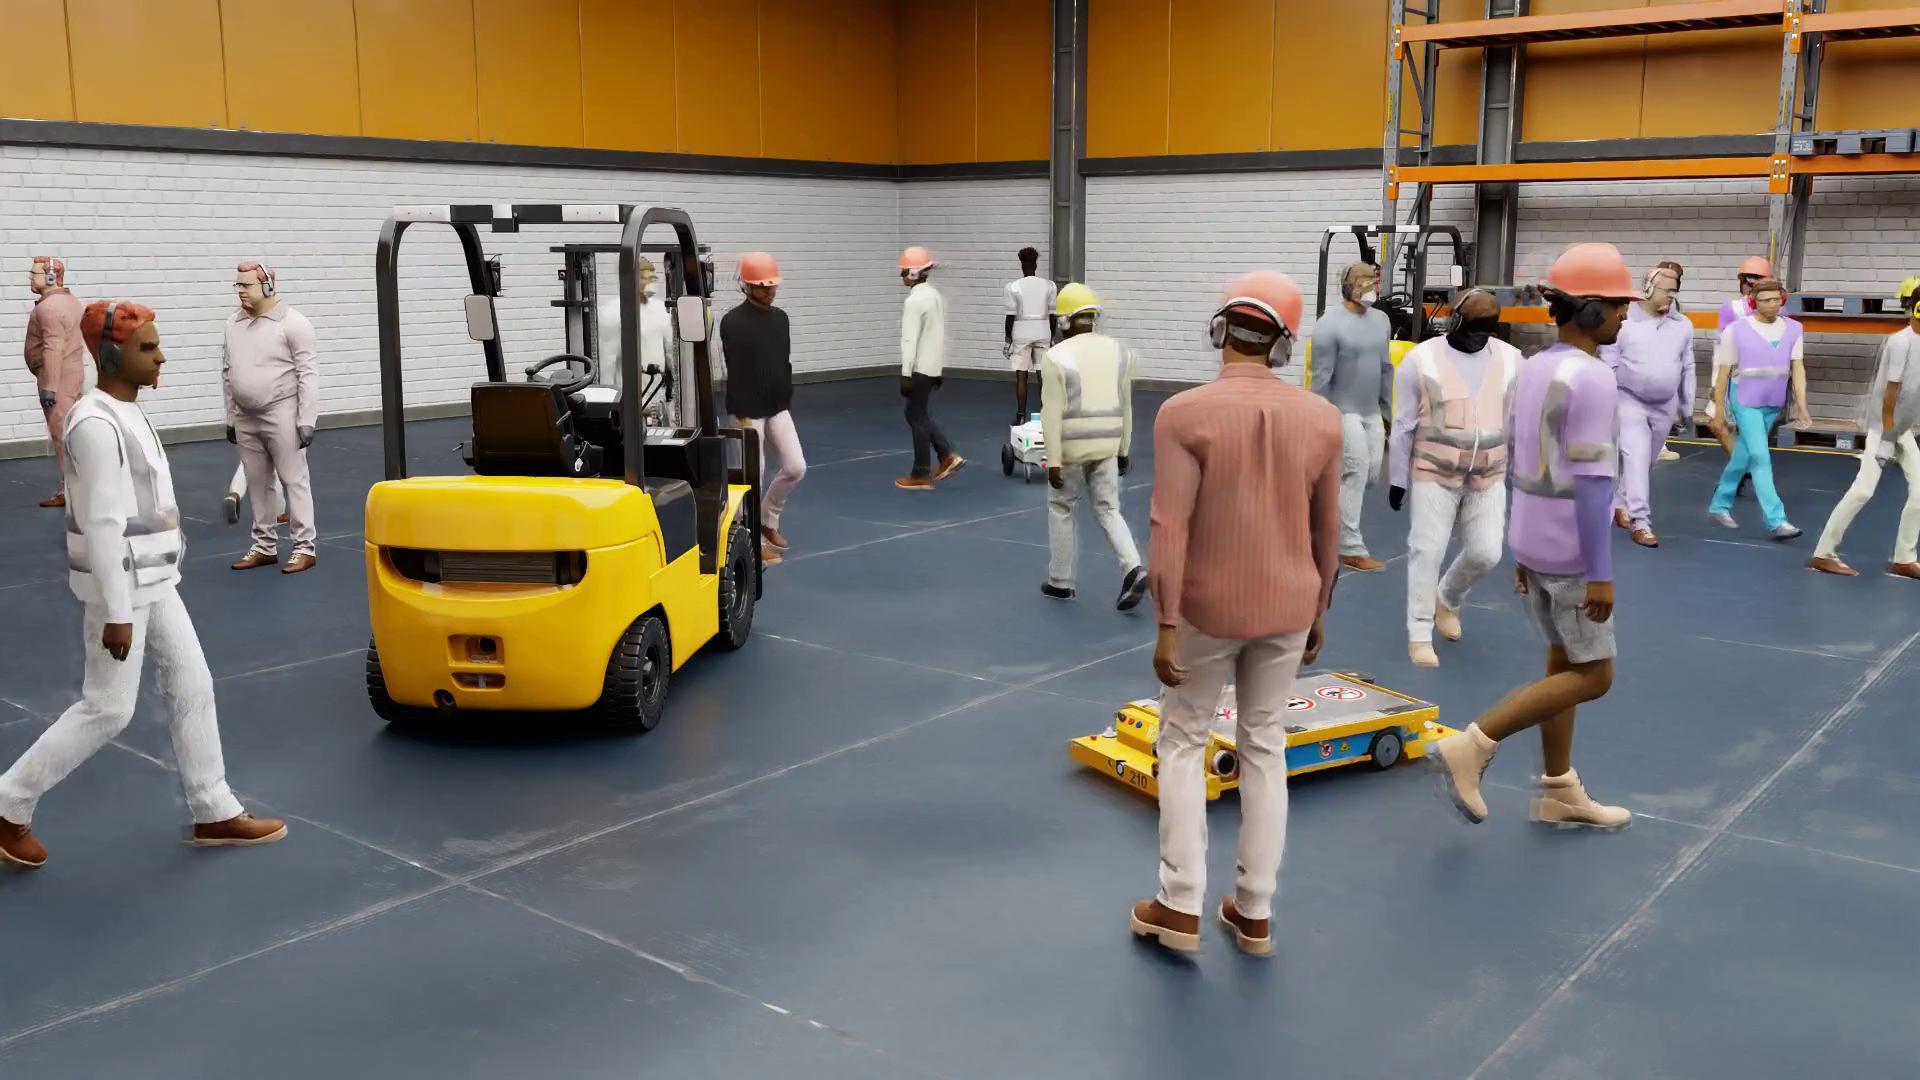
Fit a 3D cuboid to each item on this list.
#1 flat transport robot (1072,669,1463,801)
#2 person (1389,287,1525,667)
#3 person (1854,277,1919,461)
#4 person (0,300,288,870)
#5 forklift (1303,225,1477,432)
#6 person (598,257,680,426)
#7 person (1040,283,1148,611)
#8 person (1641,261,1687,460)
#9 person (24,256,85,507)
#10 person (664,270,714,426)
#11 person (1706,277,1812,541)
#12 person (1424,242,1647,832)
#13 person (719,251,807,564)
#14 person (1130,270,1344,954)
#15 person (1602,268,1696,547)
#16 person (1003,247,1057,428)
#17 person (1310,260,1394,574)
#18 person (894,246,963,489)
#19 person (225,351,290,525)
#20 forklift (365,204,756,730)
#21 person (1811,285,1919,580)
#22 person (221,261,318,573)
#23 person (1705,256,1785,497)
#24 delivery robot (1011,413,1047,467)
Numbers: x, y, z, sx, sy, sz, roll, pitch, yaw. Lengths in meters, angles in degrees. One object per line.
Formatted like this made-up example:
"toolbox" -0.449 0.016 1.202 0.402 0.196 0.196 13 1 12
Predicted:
"flat transport robot" 1.211 0.741 6.499 1.431 0.197 0.652 -6 12 -29
"person" 2.389 -0.306 8.033 0.692 1.819 0.532 -1 10 -3
"person" 8.572 -1.471 14.769 0.927 1.715 0.564 5 11 25
"person" -2.763 0.157 5.371 0.895 1.859 0.586 -3 11 -15
"forklift" 4.449 -2.115 16.993 1.214 2.155 2.313 8 13 38
"person" -2.136 -1.013 11.656 0.808 1.908 0.646 6 12 30
"person" 0.734 -0.502 9.146 0.610 1.807 0.770 -5 12 -27
"person" 6.547 -1.675 15.549 0.430 1.838 0.619 0 10 0
"person" -6.947 -1.216 12.793 0.410 1.913 0.651 -2 10 -12
"person" -2.218 -1.273 13.304 0.429 1.842 0.636 4 11 21
"person" 5.490 -0.905 11.426 0.553 1.776 0.988 -3 11 -14
"person" 1.975 0.025 5.592 0.664 2.031 0.619 0 10 2
"person" -1.233 -0.811 10.418 0.451 1.965 0.619 8 13 36
"person" 0.824 0.202 4.828 0.644 1.947 0.534 -3 11 -15
"person" 4.705 -0.934 11.415 0.641 1.858 0.989 -1 10 -4
"person" 0.754 -2.163 17.913 0.600 1.958 0.387 -3 11 -14
"person" 2.384 -0.778 10.358 0.637 1.917 0.744 -8 13 -39
"person" -0.306 -1.388 13.542 0.472 1.980 0.641 3 11 17
"person" -4.965 -0.879 11.747 0.519 1.612 0.516 2 10 12
"forklift" -1.766 -0.406 7.525 1.214 2.155 2.313 1 10 7
"person" 5.574 -0.650 10.002 0.587 1.803 0.714 -9 14 -42
"person" -4.249 -0.744 10.193 0.650 1.906 0.401 3 11 19
"person" 6.203 -1.271 13.127 0.552 1.909 0.520 -1 10 -8
"delivery robot" 0.656 -0.841 14.215 0.477 0.478 0.707 -2 10 -9
